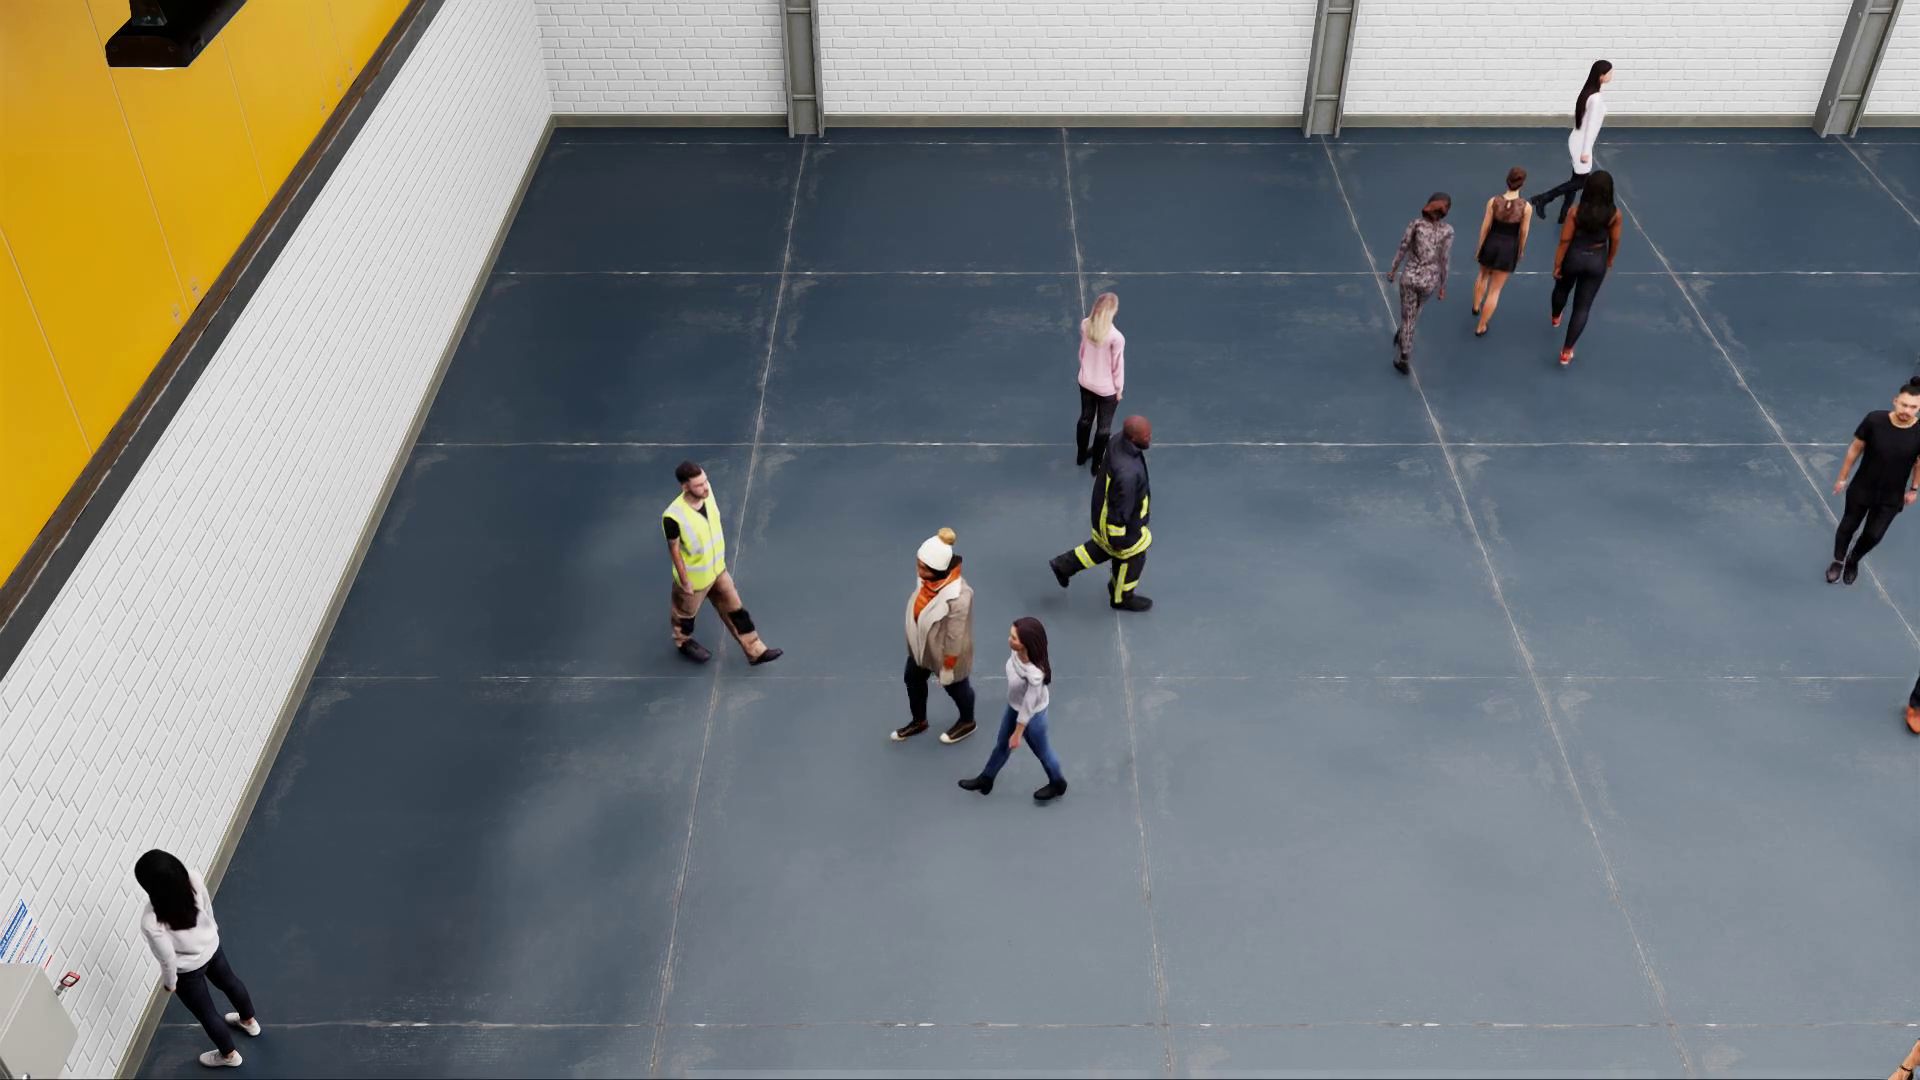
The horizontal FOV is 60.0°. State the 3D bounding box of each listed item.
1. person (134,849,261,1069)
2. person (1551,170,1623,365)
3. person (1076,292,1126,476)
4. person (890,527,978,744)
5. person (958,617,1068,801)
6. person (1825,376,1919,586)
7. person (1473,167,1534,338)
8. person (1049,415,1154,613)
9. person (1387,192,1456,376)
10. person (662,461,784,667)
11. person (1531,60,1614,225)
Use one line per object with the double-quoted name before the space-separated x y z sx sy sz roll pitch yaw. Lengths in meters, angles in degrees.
"person" -4.245 2.303 9.221 0.622 1.698 0.658 7 39 9
"person" 5.664 -2.448 15.118 1.224 1.764 1.041 14 41 17
"person" 1.140 -1.291 13.731 0.744 1.686 0.688 -30 48 -32
"person" -0.026 0.628 11.177 0.992 1.876 0.918 -24 44 -27
"person" 0.517 1.121 10.785 1.000 1.595 0.726 -7 39 -9
"person" 6.946 -0.465 12.563 0.778 1.853 0.879 23 44 26
"person" 4.990 -2.643 15.445 0.850 1.661 0.863 22 43 25
"person" 1.100 -0.200 12.272 1.006 1.803 0.759 -3 39 -4
"person" 4.151 -2.271 14.970 1.000 1.673 0.859 6 39 7
"person" -1.914 0.167 11.812 1.217 1.804 1.056 20 43 23
"person" 6.301 -4.056 17.108 0.880 1.794 0.719 7 39 9
